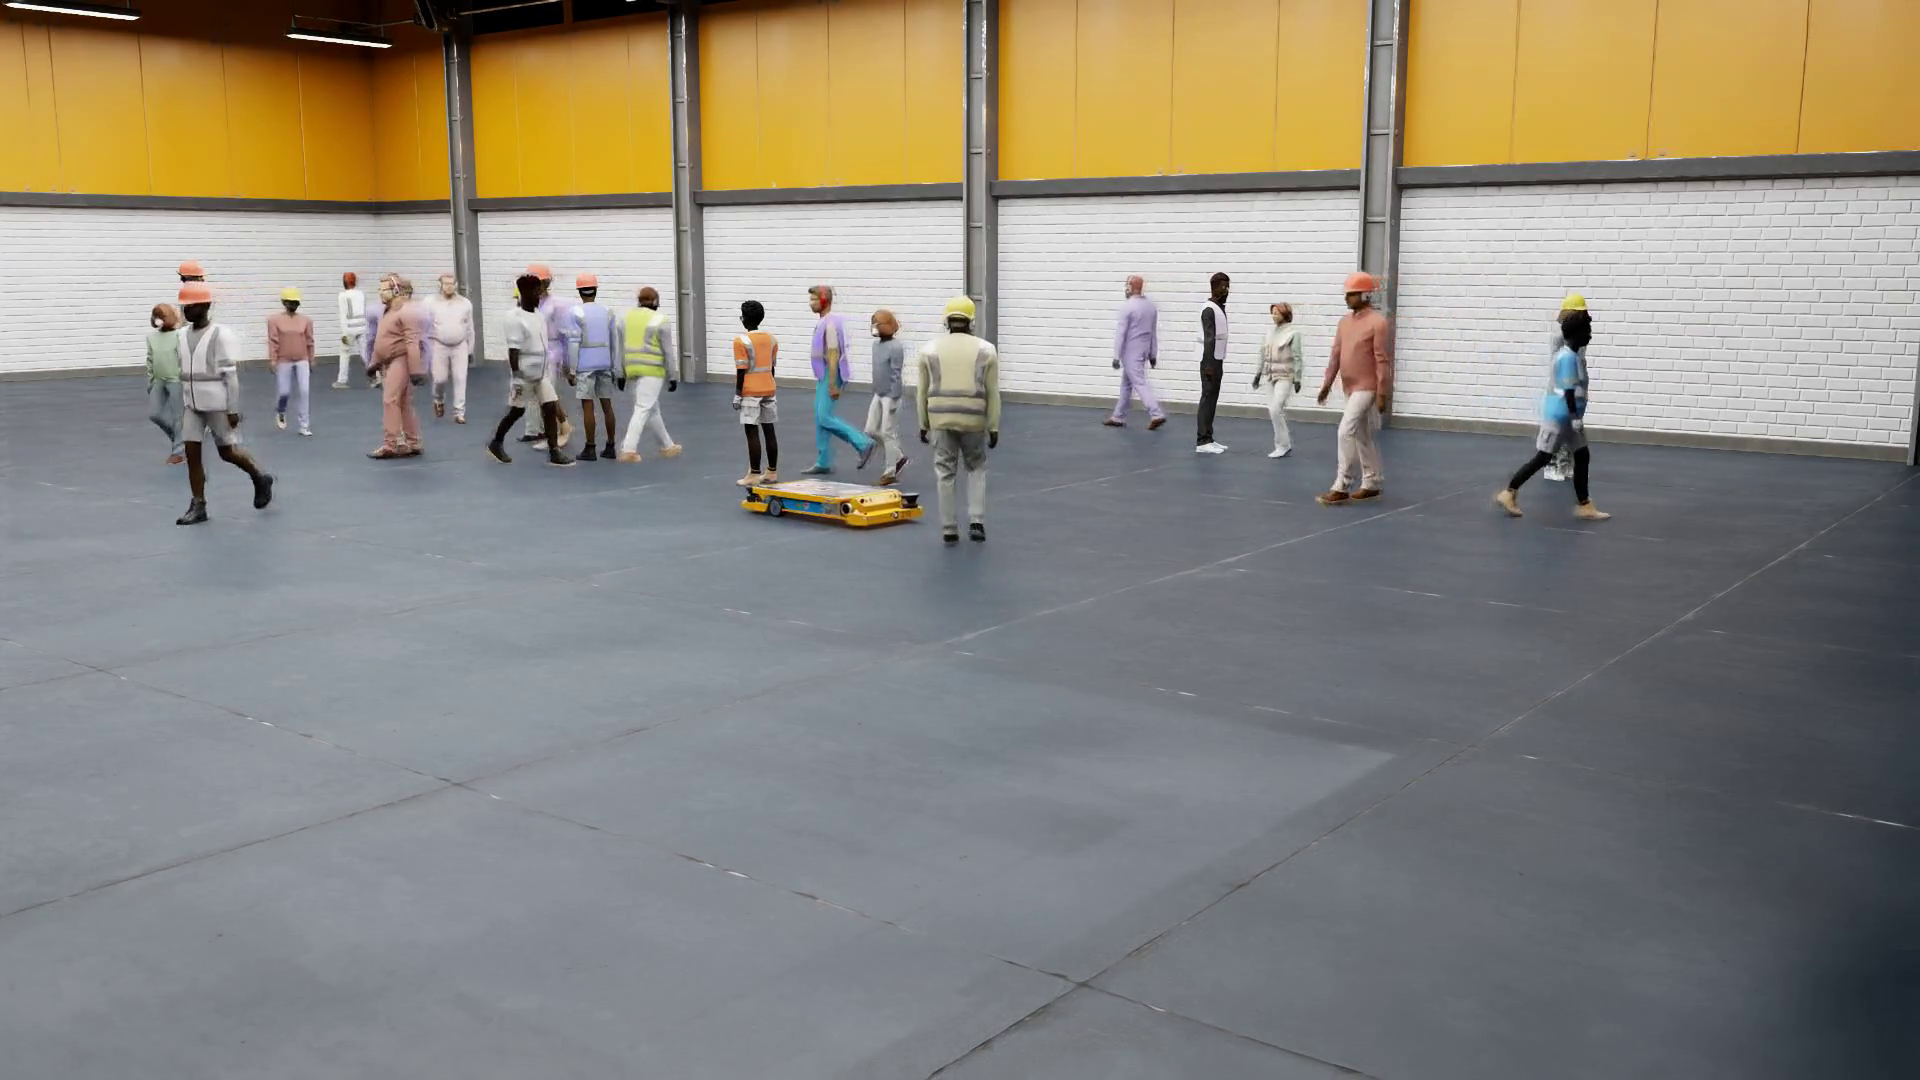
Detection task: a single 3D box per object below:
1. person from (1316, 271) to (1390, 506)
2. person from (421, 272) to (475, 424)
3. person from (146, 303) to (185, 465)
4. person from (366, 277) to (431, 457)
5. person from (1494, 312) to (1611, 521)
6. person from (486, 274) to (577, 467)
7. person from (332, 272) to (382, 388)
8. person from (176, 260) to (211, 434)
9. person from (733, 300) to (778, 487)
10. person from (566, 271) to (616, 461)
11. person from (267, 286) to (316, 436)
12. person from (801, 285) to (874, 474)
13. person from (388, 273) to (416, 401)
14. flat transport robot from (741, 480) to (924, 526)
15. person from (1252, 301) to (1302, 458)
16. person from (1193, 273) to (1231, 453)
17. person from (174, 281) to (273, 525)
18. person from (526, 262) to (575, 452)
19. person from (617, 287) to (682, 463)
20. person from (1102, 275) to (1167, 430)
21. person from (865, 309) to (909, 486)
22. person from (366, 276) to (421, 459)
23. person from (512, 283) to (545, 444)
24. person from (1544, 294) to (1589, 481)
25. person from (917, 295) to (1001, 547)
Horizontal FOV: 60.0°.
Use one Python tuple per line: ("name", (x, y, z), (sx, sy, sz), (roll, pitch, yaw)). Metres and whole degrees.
("person", (3.279, -1.274, 14.051), (0.846, 1.964, 0.634), (-3, 10, -16))
("person", (-6.407, -2.410, 20.856), (0.659, 1.893, 0.620), (-5, 11, -26))
("person", (-7.959, -1.566, 16.717), (0.526, 1.619, 0.346), (2, 10, 14))
("person", (-5.934, -1.841, 17.617), (0.649, 1.881, 1.025), (-3, 10, -19))
("person", (4.734, -0.984, 13.236), (0.848, 1.663, 0.527), (6, 11, 30))
("person", (-4.333, -1.684, 16.553), (0.975, 1.928, 0.616), (4, 11, 23))
("person", (-9.524, -3.301, 26.203), (0.939, 1.847, 0.589), (5, 11, 29))
("person", (-8.972, -2.259, 19.549), (0.379, 2.044, 0.607), (-6, 11, -32))
("person", (-1.861, -1.326, 15.124), (0.321, 1.697, 0.535), (7, 12, 35))
("person", (-3.785, -1.777, 17.058), (0.547, 1.934, 0.376), (-9, 13, -42))
("person", (-7.826, -2.098, 19.459), (0.538, 1.746, 0.576), (-7, 12, -34))
("person", (-1.203, -1.526, 15.920), (0.602, 1.825, 0.564), (-2, 10, -10))
("person", (-8.019, -2.886, 23.784), (0.344, 1.842, 0.506), (2, 10, 14))
("flat transport robot", (-1.040, -0.316, 13.392), (1.431, 0.197, 0.652), (8, 13, 40))
("person", (3.273, -1.648, 17.210), (0.430, 1.624, 0.521), (-5, 11, -27))
("person", (2.692, -1.892, 17.786), (0.371, 1.913, 0.597), (3, 10, 17))
("person", (-5.917, -1.103, 13.228), (0.548, 1.911, 0.844), (3, 10, 18))
("person", (-4.454, -1.944, 17.771), (0.617, 2.024, 0.427), (7, 12, 35))
("person", (-3.196, -1.682, 16.971), (0.639, 1.781, 0.959), (7, 12, 34))
("person", (2.137, -2.268, 20.125), (0.994, 1.865, 0.650), (8, 13, 39))
("person", (-0.652, -1.290, 15.117), (0.388, 1.613, 0.515), (-6, 12, -33))
("person", (-5.952, -1.781, 17.228), (0.720, 1.882, 0.664), (-7, 12, -36))
("person", (-4.803, -1.984, 18.590), (0.404, 1.824, 0.591), (4, 11, 24))
("person", (5.714, -1.430, 15.598), (0.491, 1.744, 0.295), (-7, 12, -35))
("person", (-0.009, -0.860, 12.064), (0.610, 1.812, 0.476), (0, 10, 2))
